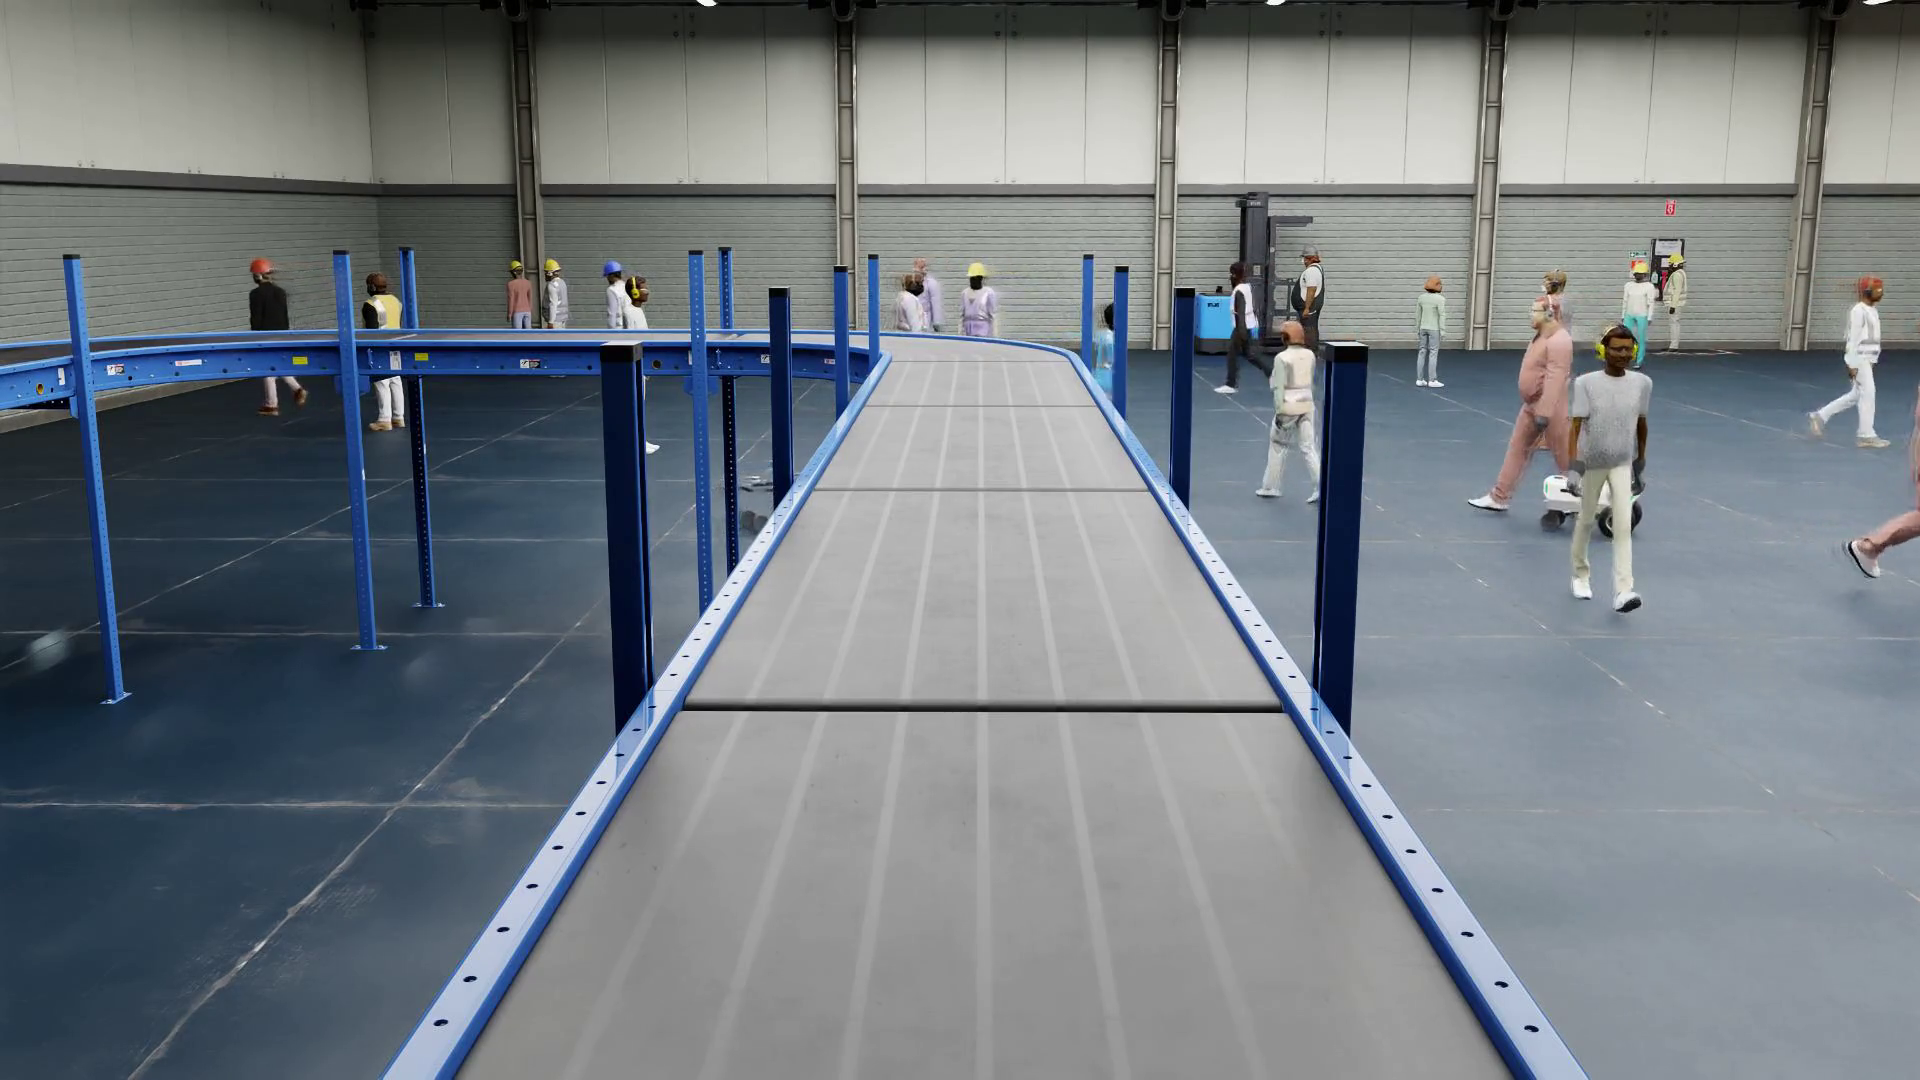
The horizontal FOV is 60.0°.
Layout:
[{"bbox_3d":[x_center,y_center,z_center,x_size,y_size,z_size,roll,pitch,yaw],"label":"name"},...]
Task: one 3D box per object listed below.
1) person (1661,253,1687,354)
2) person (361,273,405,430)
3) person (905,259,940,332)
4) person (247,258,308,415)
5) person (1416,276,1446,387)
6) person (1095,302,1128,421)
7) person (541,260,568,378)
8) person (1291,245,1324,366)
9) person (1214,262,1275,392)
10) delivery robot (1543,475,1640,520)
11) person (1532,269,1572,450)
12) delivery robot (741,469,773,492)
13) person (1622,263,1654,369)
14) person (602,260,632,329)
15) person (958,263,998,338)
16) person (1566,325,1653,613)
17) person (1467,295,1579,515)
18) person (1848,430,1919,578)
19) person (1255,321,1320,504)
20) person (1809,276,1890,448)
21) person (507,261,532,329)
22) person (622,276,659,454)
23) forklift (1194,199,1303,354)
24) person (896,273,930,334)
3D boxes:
[{"bbox_3d":[13.127,-4.344,30.586,0.403,1.832,0.594,6,12,28],"label":"person"},{"bbox_3d":[-6.857,-2.233,19.715,0.429,1.842,0.632,3,11,16],"label":"person"},{"bbox_3d":[-0.589,-3.476,26.075,0.994,1.865,0.641,-10,15,-41],"label":"person"},{"bbox_3d":[-8.722,-2.576,21.117,0.557,1.983,0.620,3,11,14],"label":"person"},{"bbox_3d":[6.992,-3.098,24.694,0.269,1.631,0.509,-7,13,-33],"label":"person"},{"bbox_3d":[1.509,-1.478,16.243,0.387,1.682,0.547,0,11,-1],"label":"person"},{"bbox_3d":[-6.377,-3.485,26.174,0.404,1.830,0.601,1,11,4],"label":"person"},{"bbox_3d":[5.826,-3.911,27.936,0.536,2.000,0.688,4,12,22],"label":"person"},{"bbox_3d":[4.111,-3.025,23.762,0.850,1.868,0.639,3,12,17],"label":"person"},{"bbox_3d":[5.066,-0.376,13.352,0.707,0.478,0.477,6,12,28],"label":"delivery robot"},{"bbox_3d":[6.451,-1.964,18.079,0.353,1.937,0.635,4,12,20],"label":"person"},{"bbox_3d":[-1.428,-0.541,13.536,0.698,0.223,0.335,-6,13,-30],"label":"delivery robot"},{"bbox_3d":[11.130,-3.685,27.404,0.681,1.739,0.544,-11,15,-44],"label":"person"},{"bbox_3d":[-4.624,-2.833,22.616,0.490,1.917,0.637,4,12,17],"label":"person"},{"bbox_3d":[0.263,-2.859,22.860,0.598,1.889,1.005,10,15,43],"label":"person"},{"bbox_3d":[4.164,-0.457,10.652,0.552,1.817,0.996,1,11,7],"label":"person"},{"bbox_3d":[4.883,-1.134,14.033,0.986,1.852,0.664,0,11,0],"label":"person"},{"bbox_3d":[6.466,-0.563,11.069,0.750,1.871,0.687,11,15,44],"label":"person"},{"bbox_3d":[2.974,-1.130,14.671,0.512,1.602,0.807,-7,13,-31],"label":"person"},{"bbox_3d":[9.900,-1.981,18.384,0.807,1.859,0.586,10,15,40],"label":"person"},{"bbox_3d":[-7.462,-3.835,28.166,0.325,1.760,0.523,7,13,33],"label":"person"},{"bbox_3d":[-3.421,-1.869,17.761,0.328,1.876,0.514,0,11,-1],"label":"person"},{"bbox_3d":[5.313,-4.851,30.603,1.873,2.768,1.129,0,11,1],"label":"forklift"},{"bbox_3d":[-0.655,-2.500,21.208,0.946,1.803,0.624,1,11,4],"label":"person"}]
